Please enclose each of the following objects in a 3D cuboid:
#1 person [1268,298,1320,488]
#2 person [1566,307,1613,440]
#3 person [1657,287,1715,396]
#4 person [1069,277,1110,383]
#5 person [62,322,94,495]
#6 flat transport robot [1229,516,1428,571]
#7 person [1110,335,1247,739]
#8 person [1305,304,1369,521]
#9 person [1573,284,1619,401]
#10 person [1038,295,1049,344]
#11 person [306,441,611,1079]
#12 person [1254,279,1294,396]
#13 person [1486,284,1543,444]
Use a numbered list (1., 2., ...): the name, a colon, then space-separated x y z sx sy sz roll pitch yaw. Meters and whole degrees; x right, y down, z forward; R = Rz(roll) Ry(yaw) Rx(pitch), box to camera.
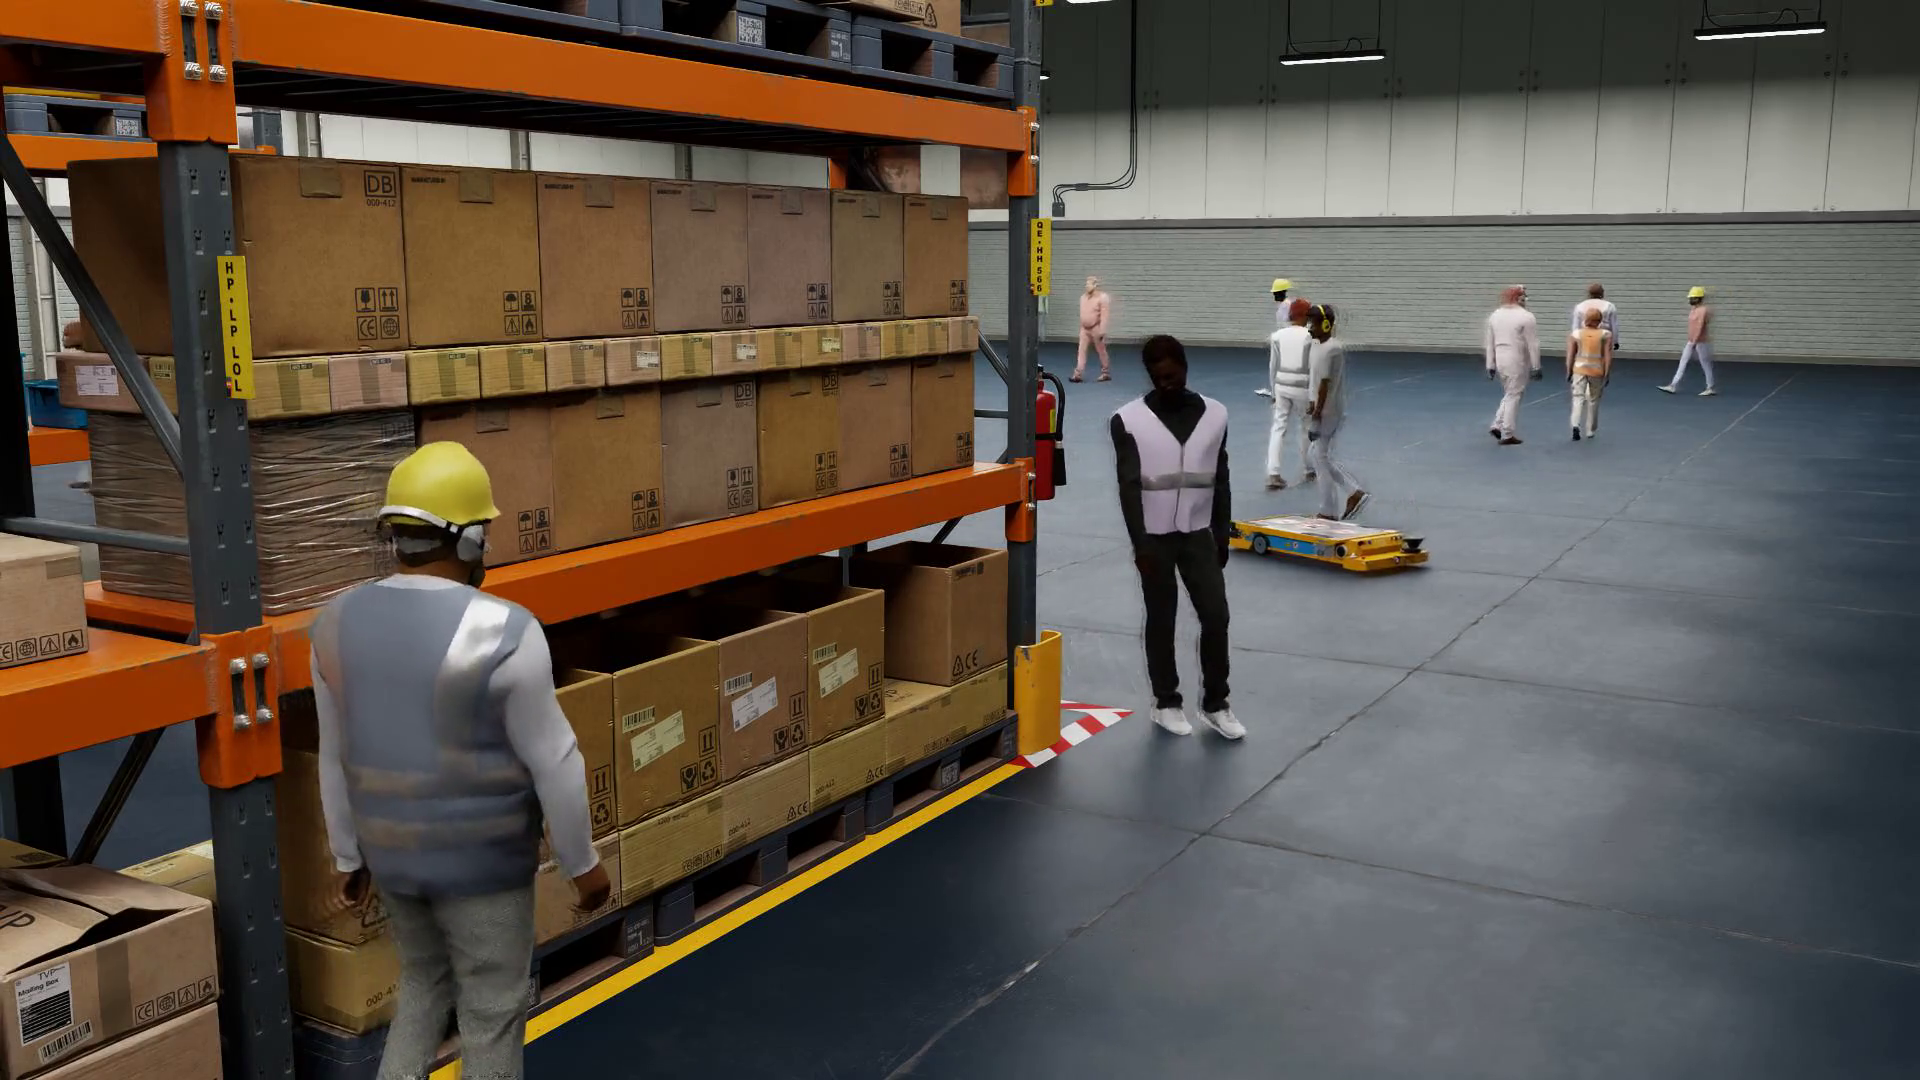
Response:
1. person: 3.239 -1.422 16.121 0.587 1.820 1.067 7 12 35
2. person: 7.633 -2.020 20.226 0.522 1.614 0.770 5 11 26
3. person: 11.684 -3.156 26.537 0.895 1.719 0.536 -1 10 -3
4. person: 2.337 -3.709 29.396 0.666 1.853 0.991 8 13 40
5. person: -8.236 -1.221 15.517 0.695 1.604 0.530 2 10 13
6. flat transport robot: 2.677 0.002 12.300 0.652 0.197 1.431 -7 12 -35
7. person: 1.001 0.007 7.606 0.614 1.873 0.622 -3 10 -16
8. person: 3.068 -1.019 13.696 0.492 1.844 0.586 3 10 15
9. person: 9.874 -3.063 25.830 0.633 1.788 0.997 7 12 37
10. person: 2.000 -5.801 42.292 0.507 1.631 0.266 -1 10 -4
11. person: -1.128 0.689 3.742 0.618 1.821 0.430 4 11 23
12. person: 5.232 -3.195 26.384 1.000 1.874 0.637 0 10 3
13. person: 6.584 -2.069 19.690 0.447 1.891 0.645 -4 10 -22
